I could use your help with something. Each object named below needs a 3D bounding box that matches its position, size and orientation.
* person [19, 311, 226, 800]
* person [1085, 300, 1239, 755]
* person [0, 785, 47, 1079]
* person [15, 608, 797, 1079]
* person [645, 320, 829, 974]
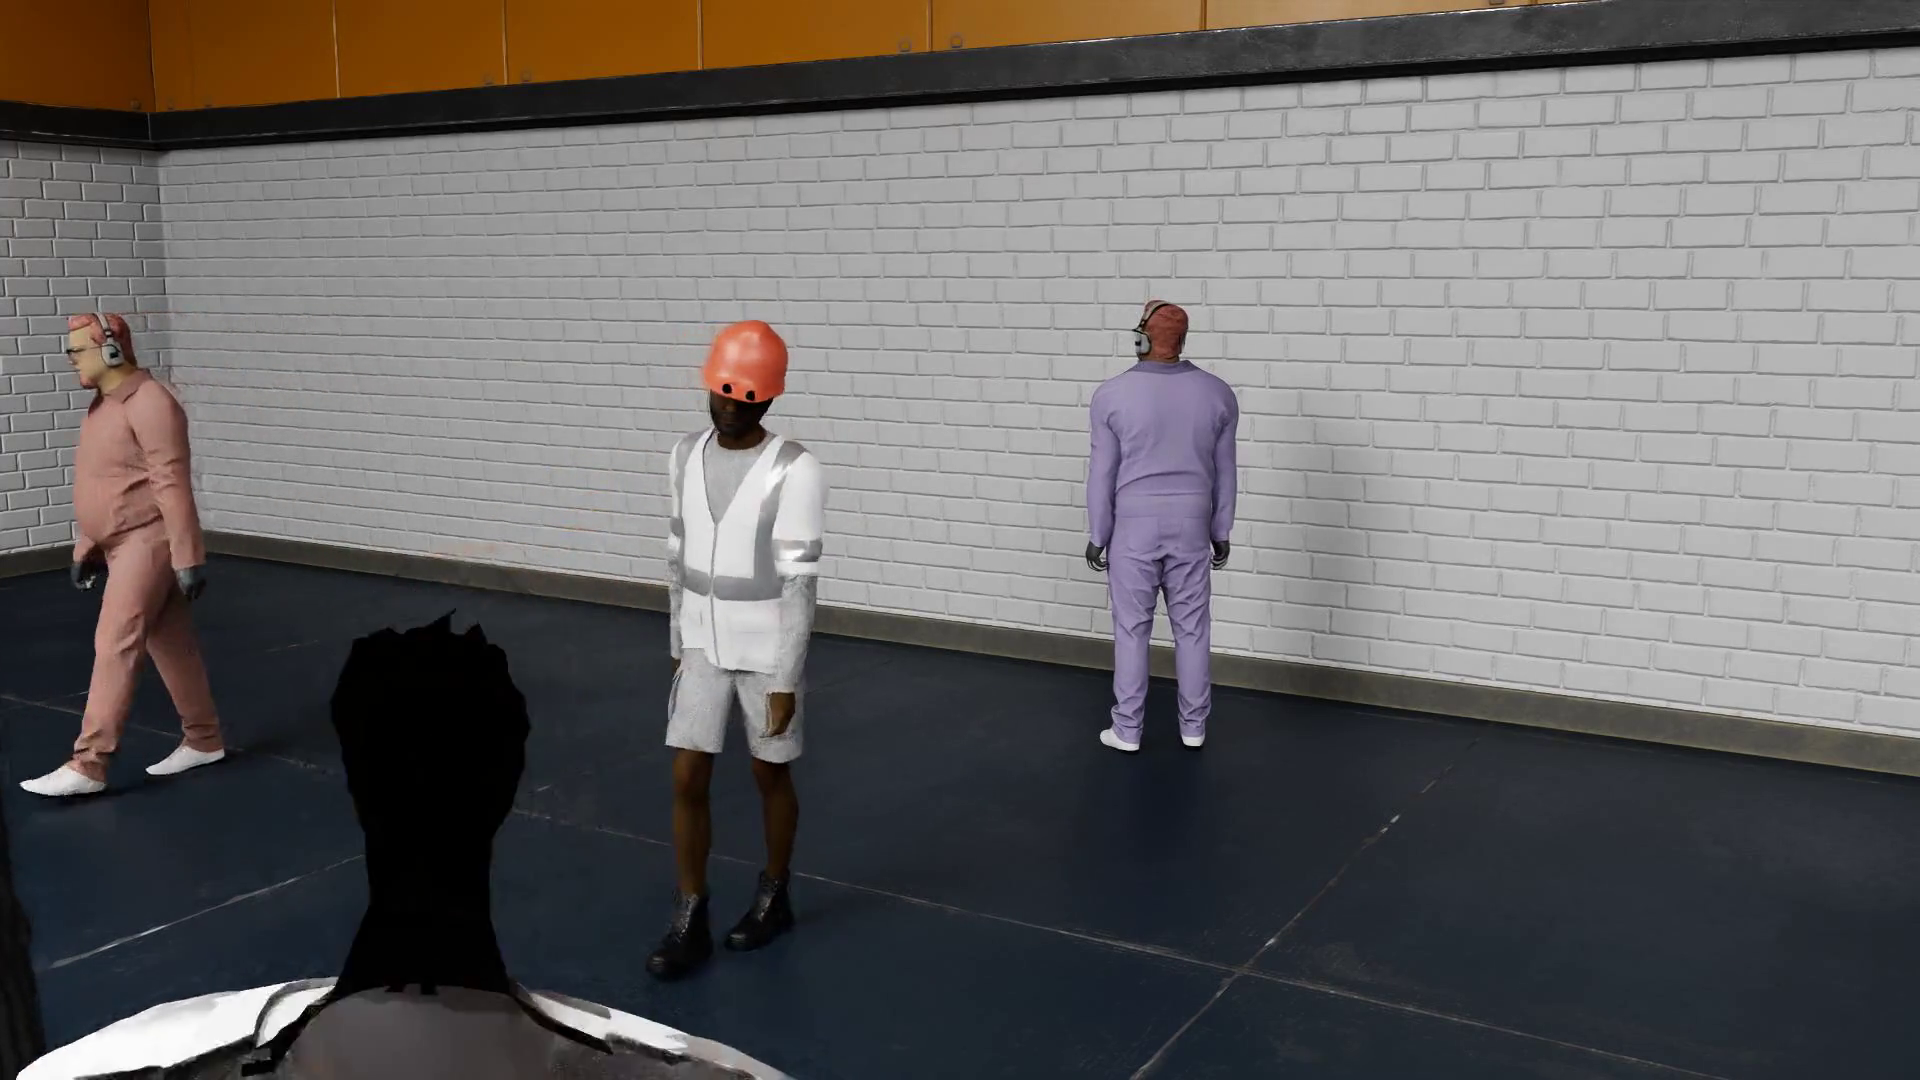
[{"bbox_3d":[-3.337,0.062,6.468,0.906,1.866,0.661,-8,12,-42],"label":"person"},{"bbox_3d":[0.837,-0.047,7.013,0.651,1.913,0.409,-2,9,-10],"label":"person"},{"bbox_3d":[-1.455,0.742,2.047,0.620,1.940,1.058,-4,10,-24],"label":"person"},{"bbox_3d":[-0.314,0.911,1.178,0.574,1.866,0.643,1,9,9],"label":"person"},{"bbox_3d":[-0.638,0.321,4.772,0.578,1.891,0.704,4,10,24],"label":"person"}]
